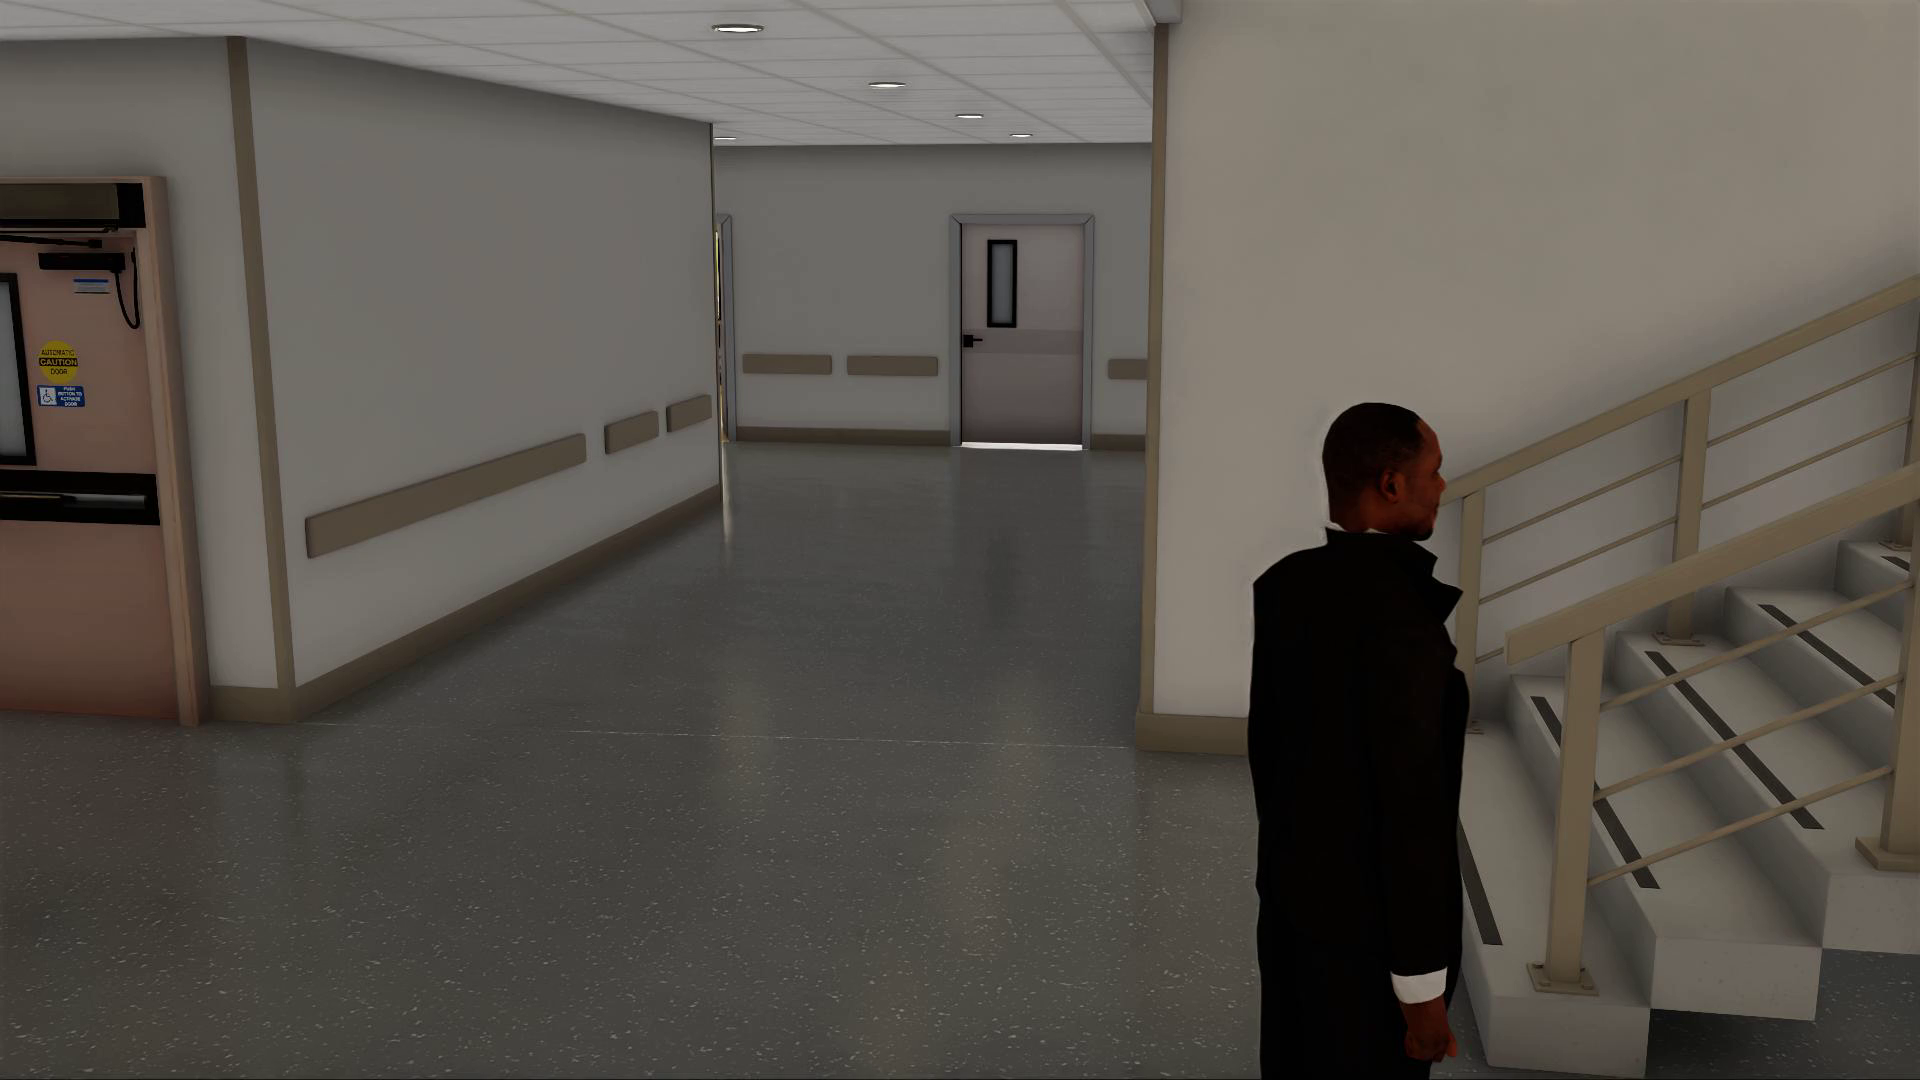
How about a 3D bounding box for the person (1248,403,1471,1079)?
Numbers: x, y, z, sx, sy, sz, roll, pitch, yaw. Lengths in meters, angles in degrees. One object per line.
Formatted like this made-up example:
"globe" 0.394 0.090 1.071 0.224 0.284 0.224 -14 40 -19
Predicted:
"person" 0.728 0.689 3.116 0.782 1.904 0.803 -3 11 -17
